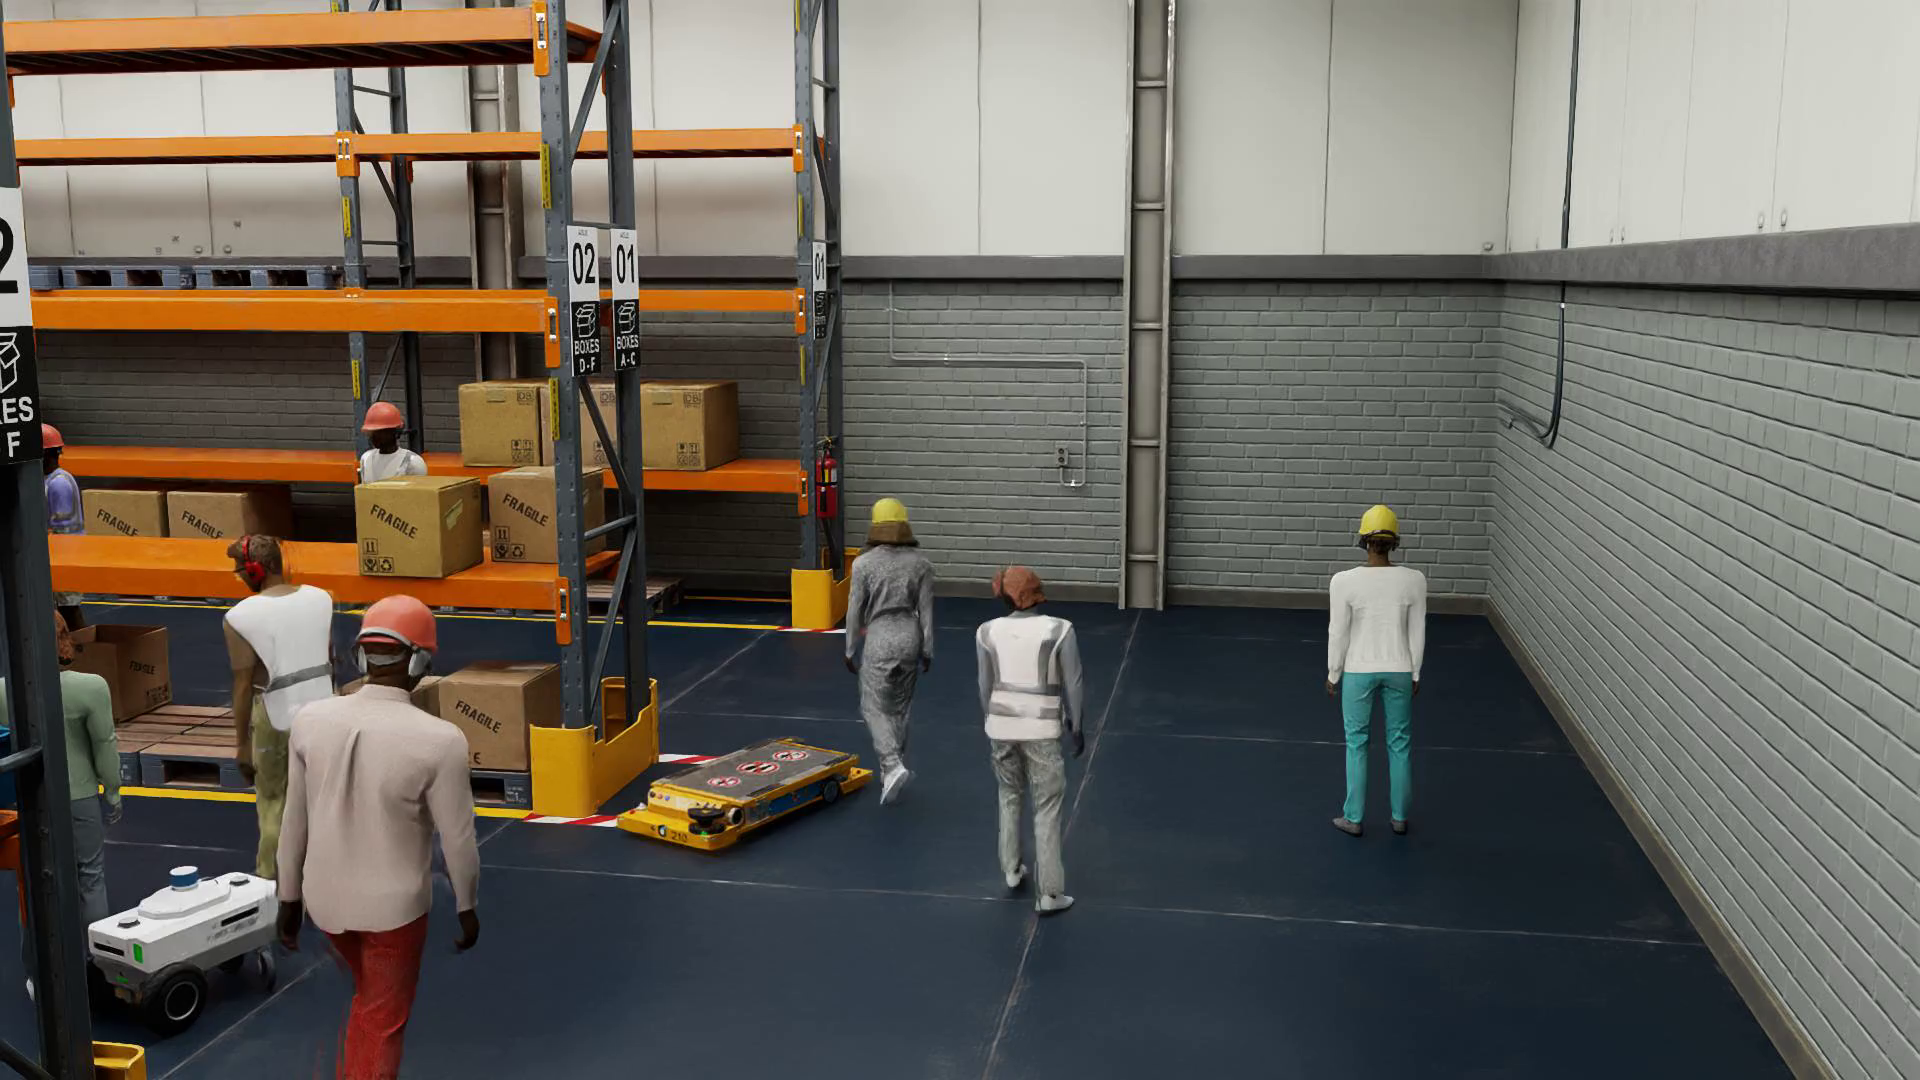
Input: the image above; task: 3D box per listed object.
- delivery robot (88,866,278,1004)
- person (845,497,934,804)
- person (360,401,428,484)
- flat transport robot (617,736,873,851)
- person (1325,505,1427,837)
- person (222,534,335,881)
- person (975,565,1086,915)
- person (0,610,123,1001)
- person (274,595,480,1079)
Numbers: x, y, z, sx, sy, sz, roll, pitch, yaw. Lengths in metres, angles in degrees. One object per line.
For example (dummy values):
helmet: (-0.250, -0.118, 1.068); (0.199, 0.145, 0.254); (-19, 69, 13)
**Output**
delivery robot: (-3.157, 1.578, 6.799); (0.477, 0.478, 0.707); (5, 10, 27)
person: (-0.361, 0.632, 9.388); (0.529, 1.705, 0.663); (-3, 10, -20)
person: (-4.208, -0.003, 12.292); (0.605, 2.045, 0.379); (4, 10, 24)
flat transport robot: (-1.161, 1.375, 9.225); (0.652, 0.197, 1.431); (6, 11, 32)
person: (2.195, 0.696, 8.814); (0.526, 1.769, 0.328); (0, 9, -2)
person: (-3.117, 0.855, 7.786); (0.935, 1.790, 0.589); (6, 11, 34)
person: (0.321, 0.925, 7.869); (0.542, 1.608, 0.515); (4, 10, 23)
person: (-3.730, 1.079, 6.851); (0.507, 1.632, 0.272); (-3, 10, -20)
person: (-1.855, 1.157, 5.379); (0.631, 1.946, 0.621); (3, 10, 16)
